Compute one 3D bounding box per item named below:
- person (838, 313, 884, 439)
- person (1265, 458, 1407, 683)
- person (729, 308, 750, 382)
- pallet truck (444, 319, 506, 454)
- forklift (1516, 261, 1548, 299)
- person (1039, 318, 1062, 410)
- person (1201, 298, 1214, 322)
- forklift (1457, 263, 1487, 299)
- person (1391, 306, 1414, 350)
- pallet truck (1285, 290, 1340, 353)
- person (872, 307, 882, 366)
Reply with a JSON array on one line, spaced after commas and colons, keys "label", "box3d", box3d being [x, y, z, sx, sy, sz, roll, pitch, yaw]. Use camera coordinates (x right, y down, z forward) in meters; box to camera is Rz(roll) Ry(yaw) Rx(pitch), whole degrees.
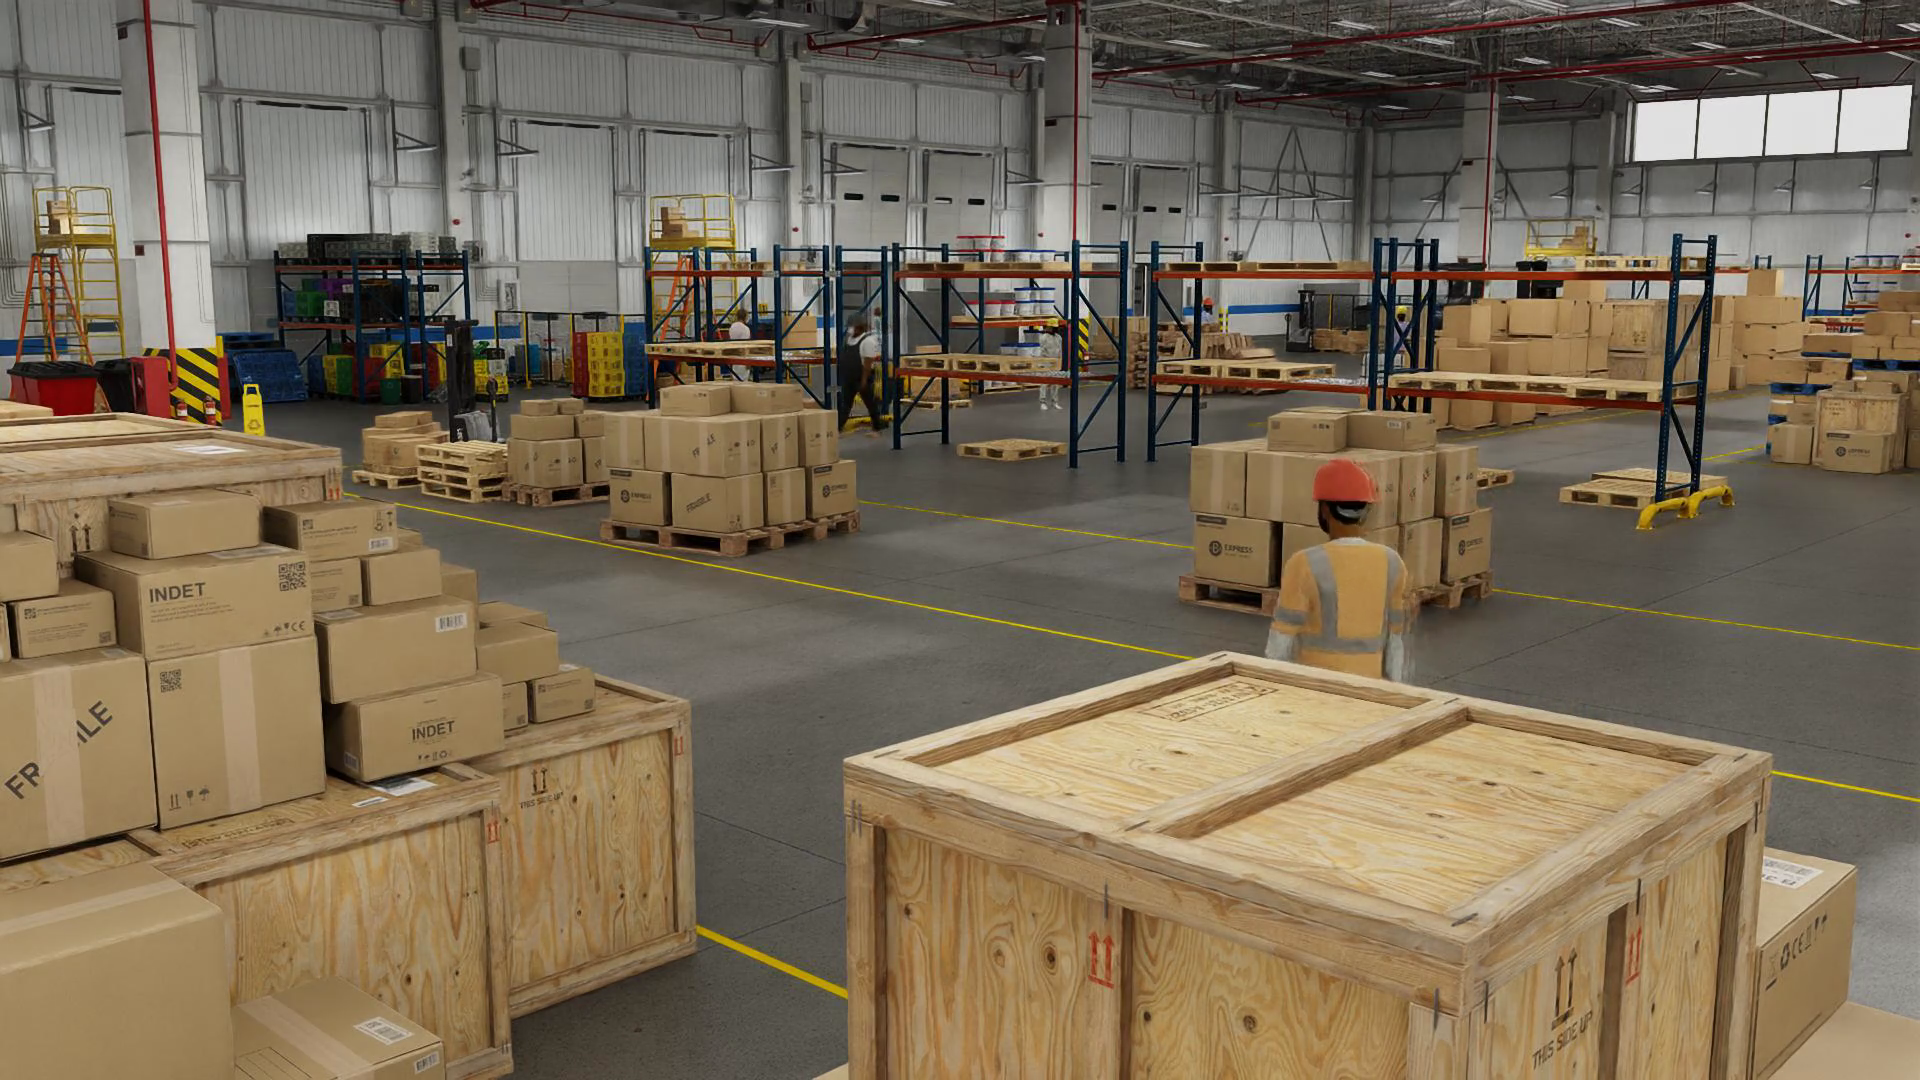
[{"label": "person", "box3d": [-1.600, -2.587, 25.975, 1.064, 2.000, 0.690, -9, 13, -43]}, {"label": "person", "box3d": [1.515, 0.606, 6.862, 0.563, 1.882, 0.990, -4, 10, -25]}, {"label": "person", "box3d": [-4.090, -3.352, 31.011, 0.367, 1.932, 0.630, -6, 11, -34]}, {"label": "pallet truck", "box3d": [-6.981, -1.942, 22.150, 1.885, 1.965, 0.823, 1, 9, 9]}, {"label": "forklift", "box3d": [12.924, -4.937, 37.813, 1.873, 2.768, 1.129, 9, 13, 43]}, {"label": "person", "box3d": [1.737, -3.327, 31.454, 0.488, 1.736, 0.321, -6, 11, -31]}, {"label": "person", "box3d": [6.131, -5.056, 41.420, 0.363, 1.939, 0.542, 4, 10, 21]}, {"label": "forklift", "box3d": [14.187, -6.313, 46.252, 1.873, 2.768, 1.129, -3, 10, -17]}, {"label": "person", "box3d": [9.153, -3.913, 34.564, 0.589, 1.895, 0.885, 4, 10, 24]}, {"label": "pallet truck", "box3d": [11.297, -6.951, 52.861, 1.885, 1.965, 0.823, -5, 11, -29]}, {"label": "person", "box3d": [-2.207, -5.402, 44.497, 0.313, 1.632, 0.523, -1, 9, -8]}]
